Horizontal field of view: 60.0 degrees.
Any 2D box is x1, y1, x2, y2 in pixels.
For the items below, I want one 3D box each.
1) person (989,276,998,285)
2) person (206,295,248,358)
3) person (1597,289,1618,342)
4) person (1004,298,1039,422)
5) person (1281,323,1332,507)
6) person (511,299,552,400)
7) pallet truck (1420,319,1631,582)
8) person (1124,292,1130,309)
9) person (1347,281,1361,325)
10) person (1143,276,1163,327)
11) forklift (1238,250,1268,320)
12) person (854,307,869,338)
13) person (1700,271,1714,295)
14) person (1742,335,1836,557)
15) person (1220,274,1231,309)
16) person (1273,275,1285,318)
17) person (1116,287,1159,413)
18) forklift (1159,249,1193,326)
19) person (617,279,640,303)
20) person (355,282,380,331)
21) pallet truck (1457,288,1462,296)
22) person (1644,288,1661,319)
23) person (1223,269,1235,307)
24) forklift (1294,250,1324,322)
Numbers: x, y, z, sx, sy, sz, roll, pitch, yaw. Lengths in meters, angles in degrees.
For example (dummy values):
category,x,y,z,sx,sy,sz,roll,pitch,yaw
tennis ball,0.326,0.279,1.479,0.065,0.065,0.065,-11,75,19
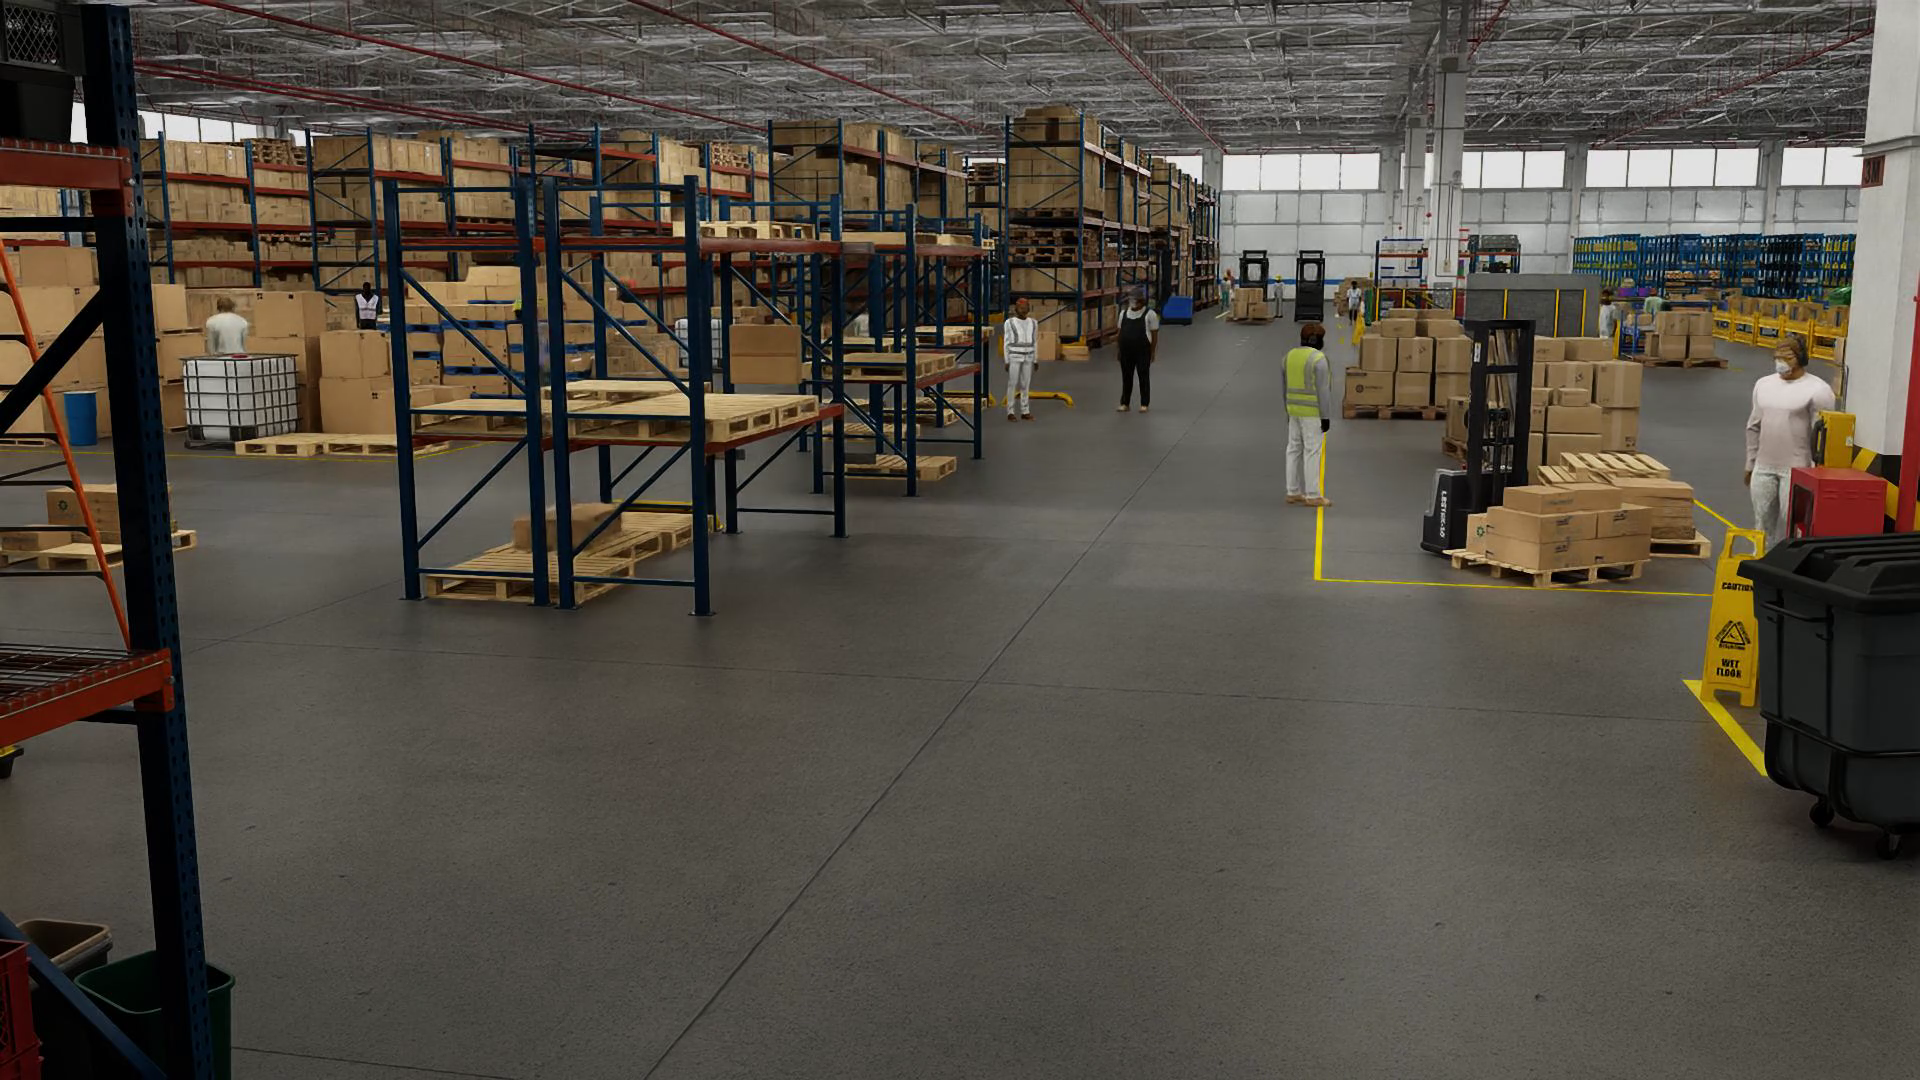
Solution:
category,x,y,z,sx,sy,sz,roll,pitch,yaw
person,1.850,-14.161,93.032,0.571,1.883,1.008,2,10,11
person,-11.105,-2.735,25.223,0.444,1.924,0.658,9,13,42
person,13.104,-4.147,33.760,0.313,1.866,0.539,-2,10,-14
person,0.941,-2.747,25.425,0.575,1.882,0.360,-5,11,-26
person,3.504,-1.252,16.715,0.430,1.838,0.619,-5,11,-29
person,-6.422,-2.673,25.024,0.673,1.886,0.601,-4,11,-25
pallet truck,4.543,-0.757,13.299,0.823,1.965,1.885,-4,10,-22
person,4.110,-5.137,40.178,0.382,1.684,0.531,4,10,20
person,14.872,-8.947,62.799,0.528,1.655,0.864,1,10,9
person,6.851,-8.590,60.020,0.963,1.882,0.548,2,10,9
forklift,11.569,-10.001,65.429,1.129,2.768,1.873,2,10,12
person,-1.836,-3.973,33.511,0.539,1.588,0.879,5,11,27
person,34.180,-11.331,76.126,0.628,1.930,0.551,1,10,8
person,5.953,-0.510,12.015,0.375,1.938,0.627,-5,11,-28
person,13.113,-12.251,82.187,0.542,1.721,0.890,2,10,11
person,13.459,-10.279,70.219,0.406,1.822,0.591,-7,12,-37
person,2.833,-3.077,26.908,0.685,2.000,0.535,5,11,28
forklift,7.646,-9.320,61.395,1.873,2.768,1.129,2,10,11
person,-8.510,-5.638,42.365,0.782,1.956,0.400,1,10,9
person,-14.782,-5.480,41.537,0.587,1.911,0.397,-4,11,-24
pallet truck,20.506,-9.785,68.819,0.653,1.274,1.630,2,10,12
person,20.782,-6.759,49.978,0.506,1.621,0.499,2,10,10
person,13.818,-12.937,85.518,0.617,1.970,0.747,2,10,9
forklift,13.778,-10.002,65.433,1.129,2.768,1.873,2,10,12
